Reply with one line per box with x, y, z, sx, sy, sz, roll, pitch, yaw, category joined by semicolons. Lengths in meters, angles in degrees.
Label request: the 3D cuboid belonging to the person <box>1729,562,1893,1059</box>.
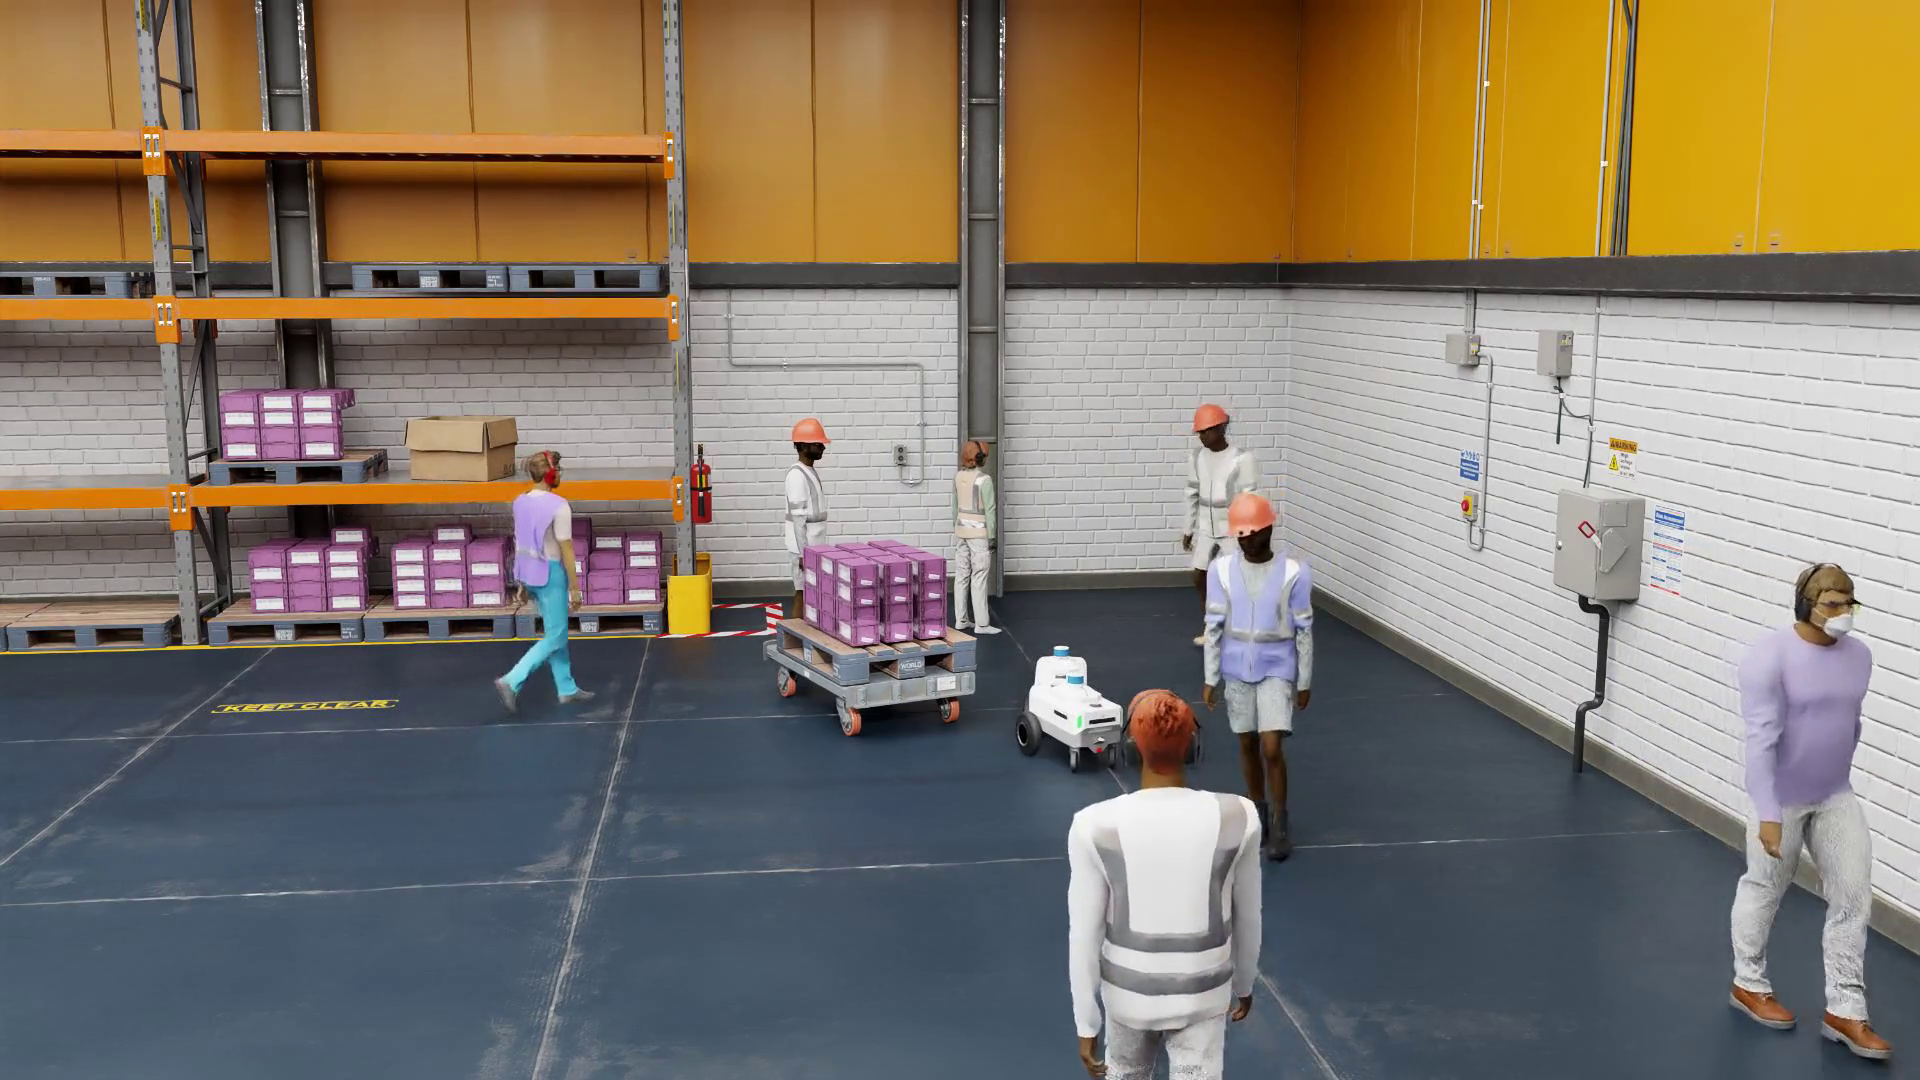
3.338;1.050;6.463;0.644;1.909;0.808;-2;9;-13;person

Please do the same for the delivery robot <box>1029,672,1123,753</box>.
0.715;1.065;10.304;0.477;0.478;0.707;-4;10;-24;delivery robot

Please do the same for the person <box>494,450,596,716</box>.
-2.886;0.294;11.467;0.777;1.826;0.577;-9;13;-44;person

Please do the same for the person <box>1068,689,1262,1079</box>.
0.603;1.348;4.864;0.578;1.839;0.988;0;9;3;person

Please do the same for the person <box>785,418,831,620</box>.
-1.151;0.038;12.703;0.356;1.939;0.543;0;9;2;person

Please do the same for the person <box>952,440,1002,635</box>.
0.123;-0.021;13.999;0.311;1.641;0.512;-7;12;-38;person

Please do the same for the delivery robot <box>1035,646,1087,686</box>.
0.671;0.948;11.035;0.477;0.478;0.707;1;9;4;delivery robot

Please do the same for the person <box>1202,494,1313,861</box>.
1.535;0.705;8.654;0.556;1.898;0.672;4;10;21;person

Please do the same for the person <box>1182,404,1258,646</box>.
2.077;-0.075;13.222;0.671;2.008;0.497;9;12;43;person
